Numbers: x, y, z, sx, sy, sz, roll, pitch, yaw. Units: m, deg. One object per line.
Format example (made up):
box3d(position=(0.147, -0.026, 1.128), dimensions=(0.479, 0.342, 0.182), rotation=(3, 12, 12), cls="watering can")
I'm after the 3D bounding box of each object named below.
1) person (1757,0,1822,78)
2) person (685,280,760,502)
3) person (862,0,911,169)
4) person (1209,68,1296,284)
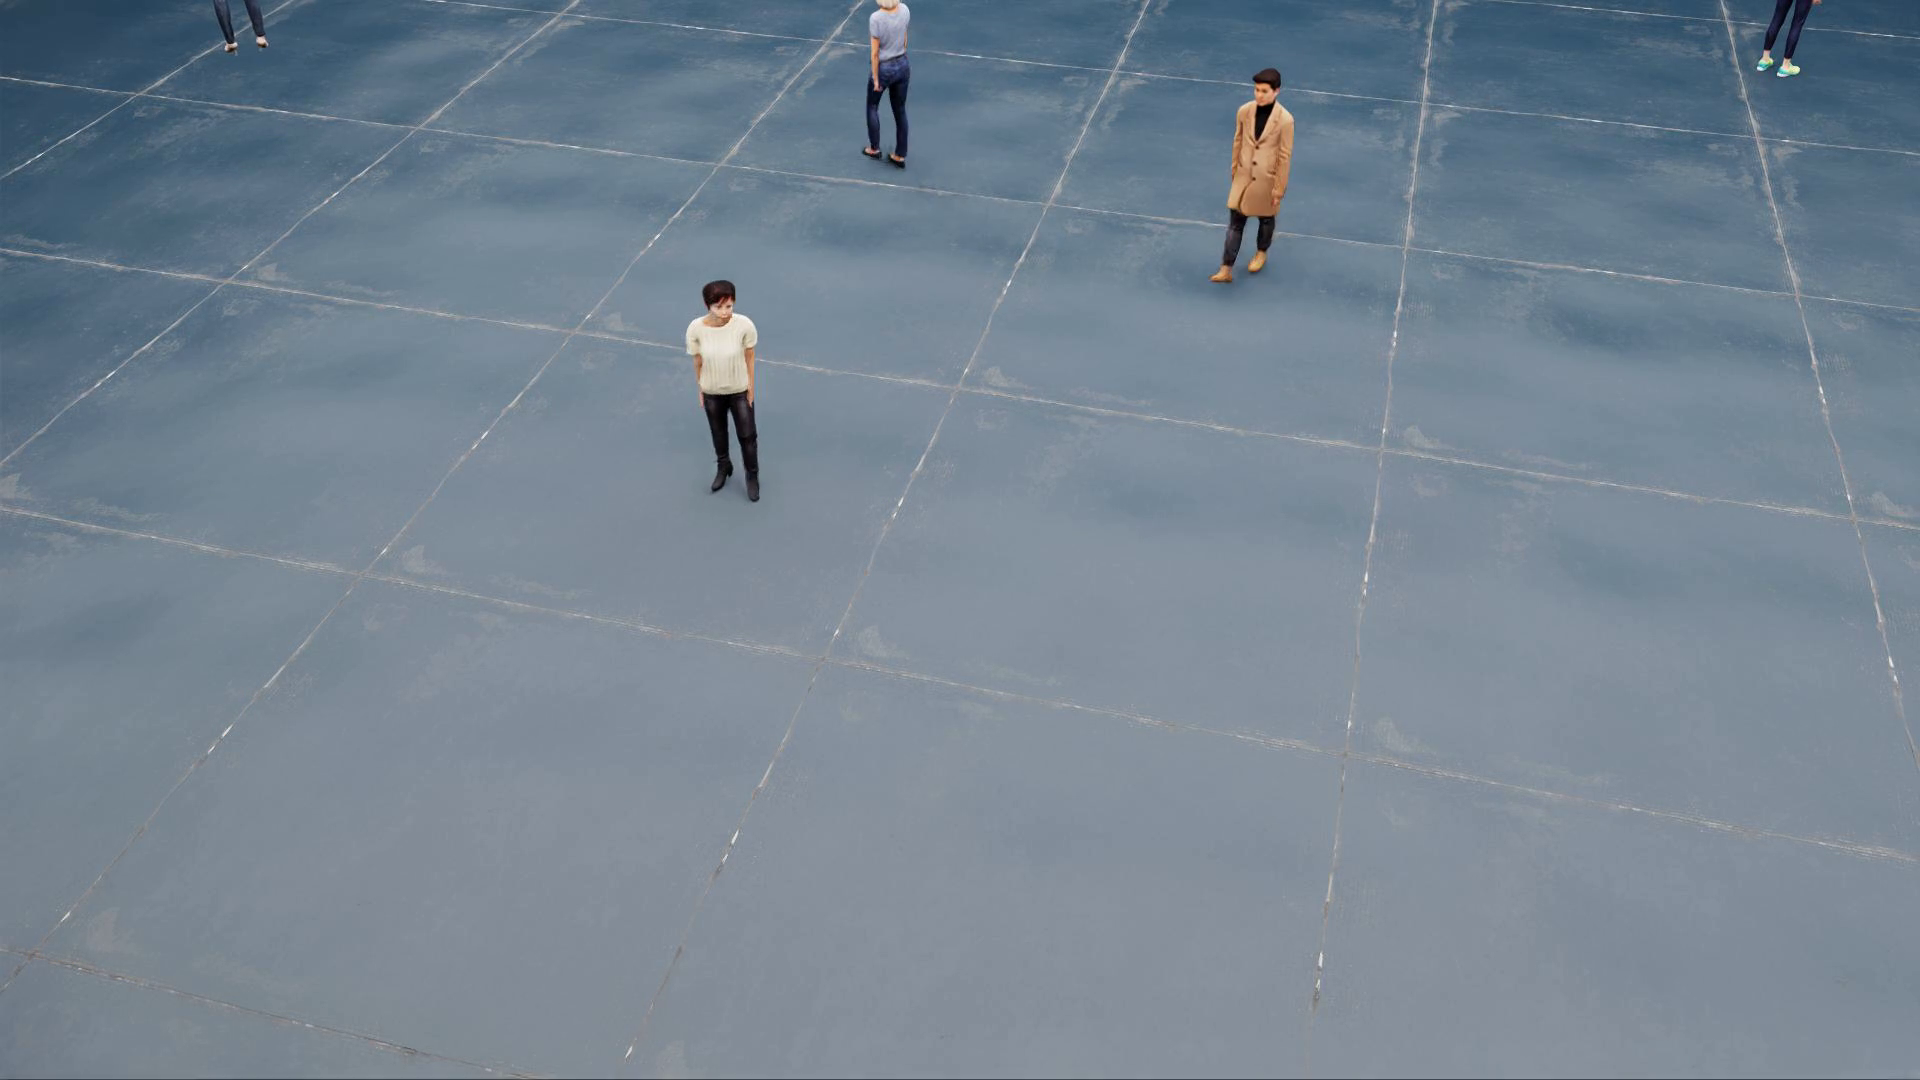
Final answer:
box3d(position=(8.076, -5.337, 15.997), dimensions=(0.712, 1.702, 0.679), rotation=(-26, 45, -29), cls="person")
box3d(position=(-1.488, -0.975, 10.525), dimensions=(0.657, 1.574, 0.668), rotation=(3, 38, 4), cls="person")
box3d(position=(-0.555, -4.007, 14.291), dimensions=(0.786, 1.710, 0.844), rotation=(-21, 43, -25), cls="person")
box3d(position=(2.348, -2.824, 12.791), dimensions=(0.882, 1.695, 1.125), rotation=(22, 43, 26), cls="person")
